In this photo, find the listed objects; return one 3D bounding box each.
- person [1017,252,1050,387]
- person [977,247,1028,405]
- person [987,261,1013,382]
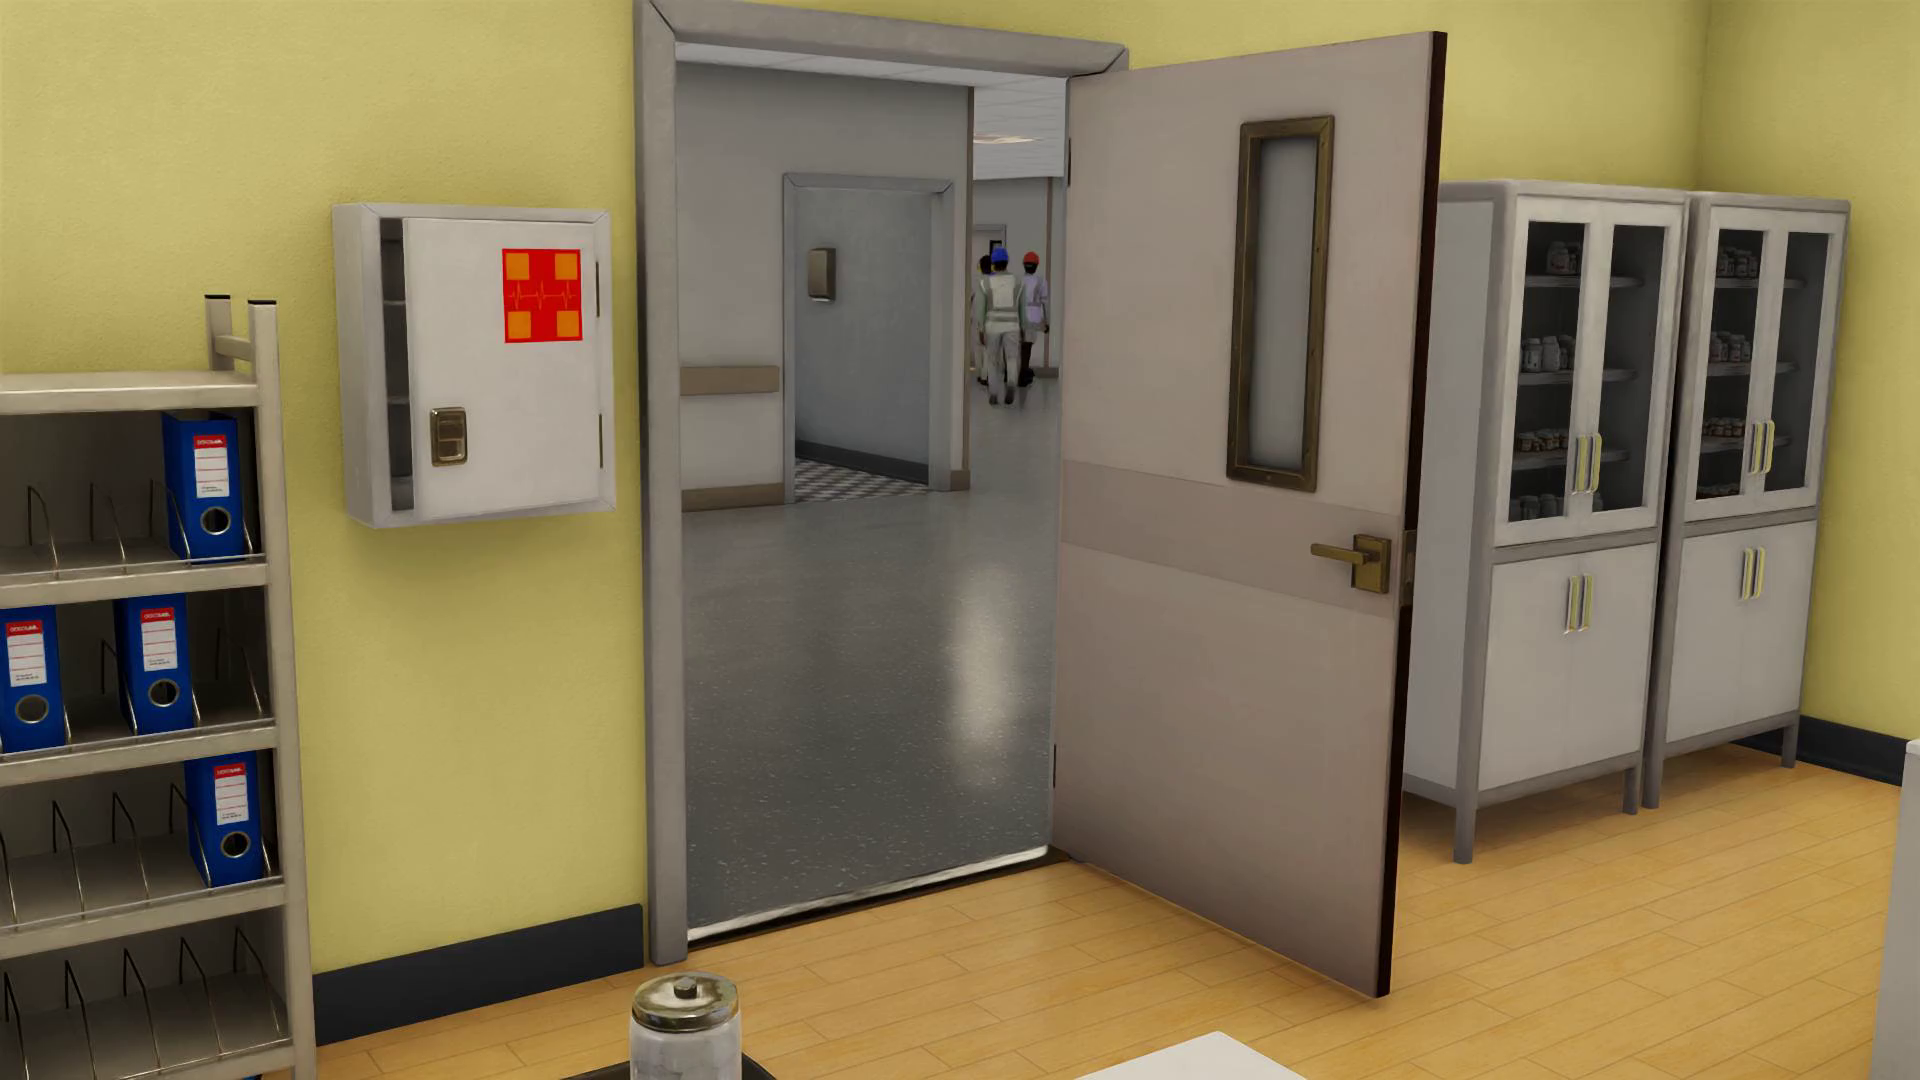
[{"bbox_3d":[0.992,-3.127,23.592,0.571,1.879,0.990,4,10,17],"label":"person"},{"bbox_3d":[0.519,-2.574,20.148,0.620,1.921,0.763,0,10,-3],"label":"person"},{"bbox_3d":[0.571,-3.267,24.260,0.543,1.932,0.376,3,10,11],"label":"person"}]
